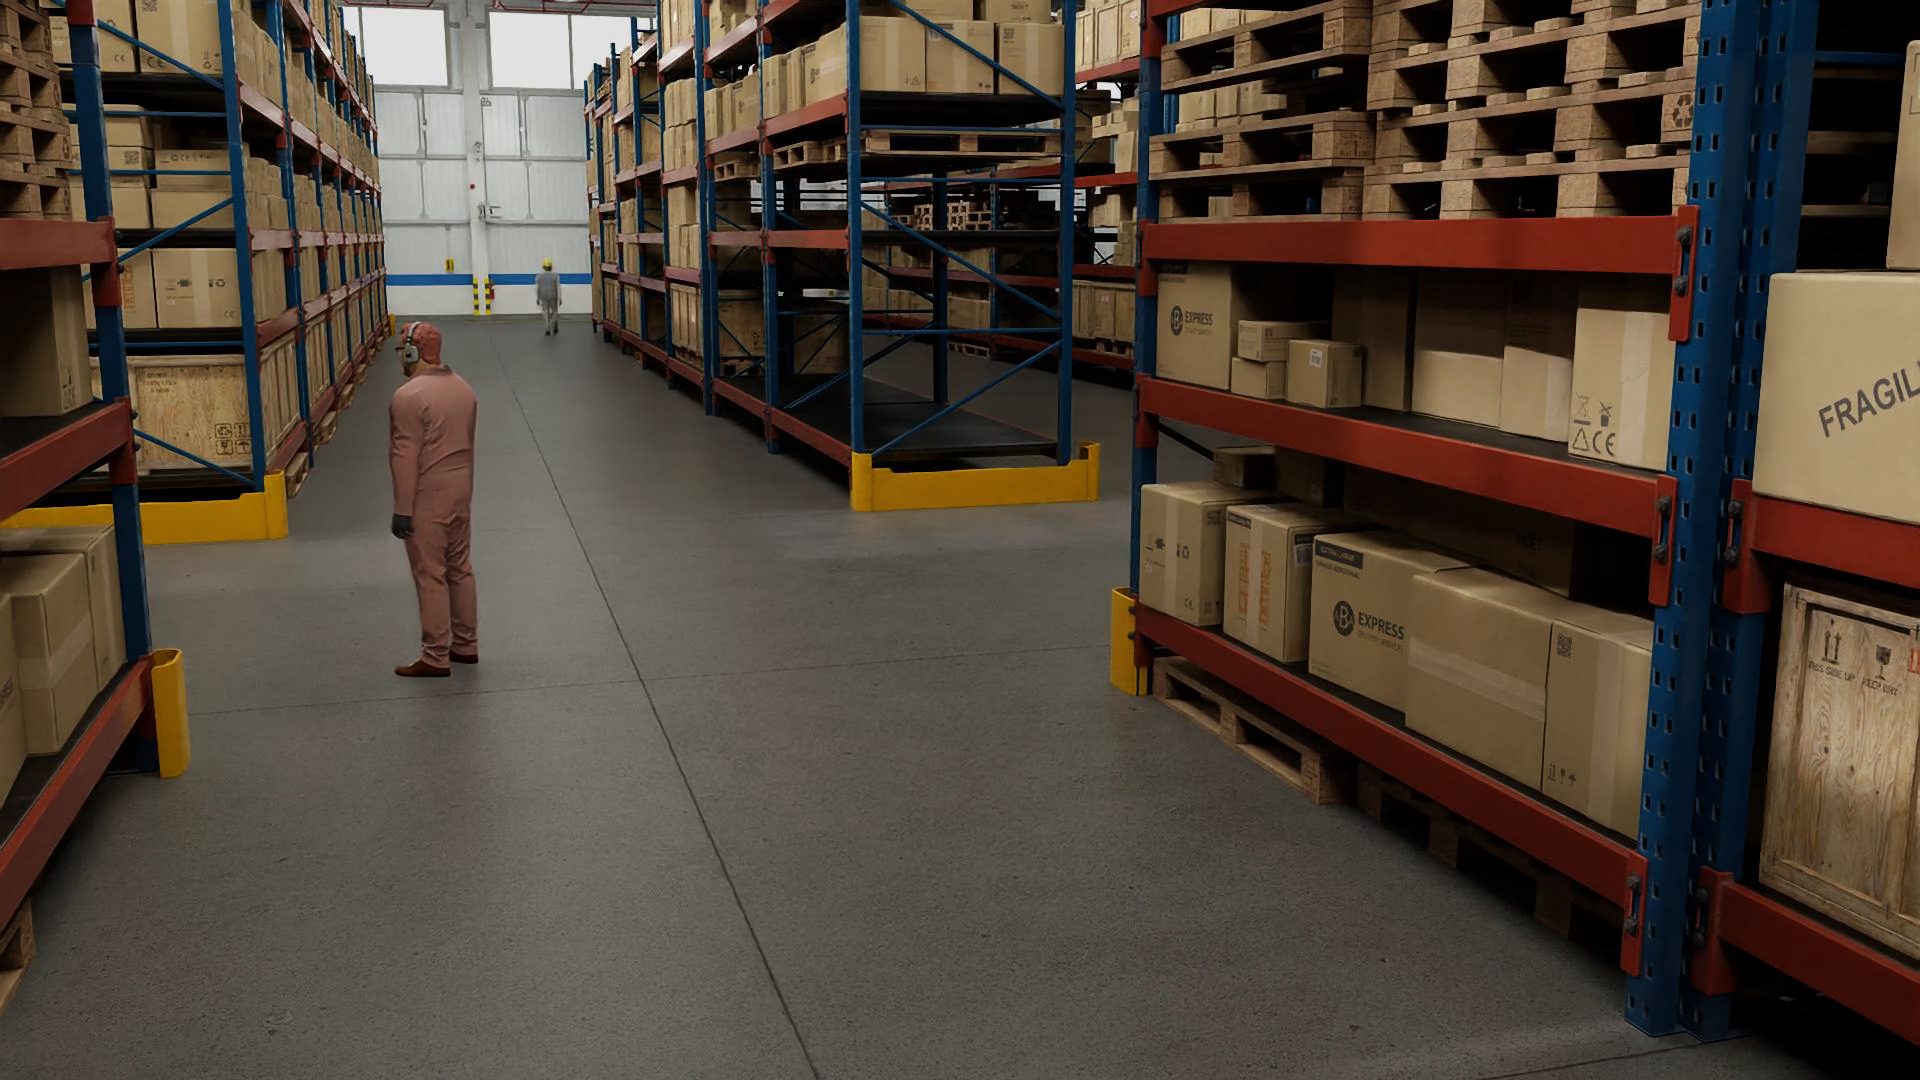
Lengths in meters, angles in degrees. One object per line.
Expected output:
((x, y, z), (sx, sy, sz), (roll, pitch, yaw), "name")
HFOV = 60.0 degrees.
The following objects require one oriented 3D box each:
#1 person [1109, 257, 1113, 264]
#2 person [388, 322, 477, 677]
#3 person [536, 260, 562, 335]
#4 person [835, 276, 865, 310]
((3.794, -5.949, 40.285), (1.066, 1.942, 0.631), (9, 14, 40), "person")
((-2.855, -0.218, 8.966), (0.400, 1.901, 0.642), (3, 11, 14), "person")
((-9.877, -5.810, 39.944), (0.615, 1.783, 0.924), (-1, 10, -8), "person")
((-2.320, -5.013, 35.177), (0.641, 1.922, 0.632), (-1, 10, -8), "person")
